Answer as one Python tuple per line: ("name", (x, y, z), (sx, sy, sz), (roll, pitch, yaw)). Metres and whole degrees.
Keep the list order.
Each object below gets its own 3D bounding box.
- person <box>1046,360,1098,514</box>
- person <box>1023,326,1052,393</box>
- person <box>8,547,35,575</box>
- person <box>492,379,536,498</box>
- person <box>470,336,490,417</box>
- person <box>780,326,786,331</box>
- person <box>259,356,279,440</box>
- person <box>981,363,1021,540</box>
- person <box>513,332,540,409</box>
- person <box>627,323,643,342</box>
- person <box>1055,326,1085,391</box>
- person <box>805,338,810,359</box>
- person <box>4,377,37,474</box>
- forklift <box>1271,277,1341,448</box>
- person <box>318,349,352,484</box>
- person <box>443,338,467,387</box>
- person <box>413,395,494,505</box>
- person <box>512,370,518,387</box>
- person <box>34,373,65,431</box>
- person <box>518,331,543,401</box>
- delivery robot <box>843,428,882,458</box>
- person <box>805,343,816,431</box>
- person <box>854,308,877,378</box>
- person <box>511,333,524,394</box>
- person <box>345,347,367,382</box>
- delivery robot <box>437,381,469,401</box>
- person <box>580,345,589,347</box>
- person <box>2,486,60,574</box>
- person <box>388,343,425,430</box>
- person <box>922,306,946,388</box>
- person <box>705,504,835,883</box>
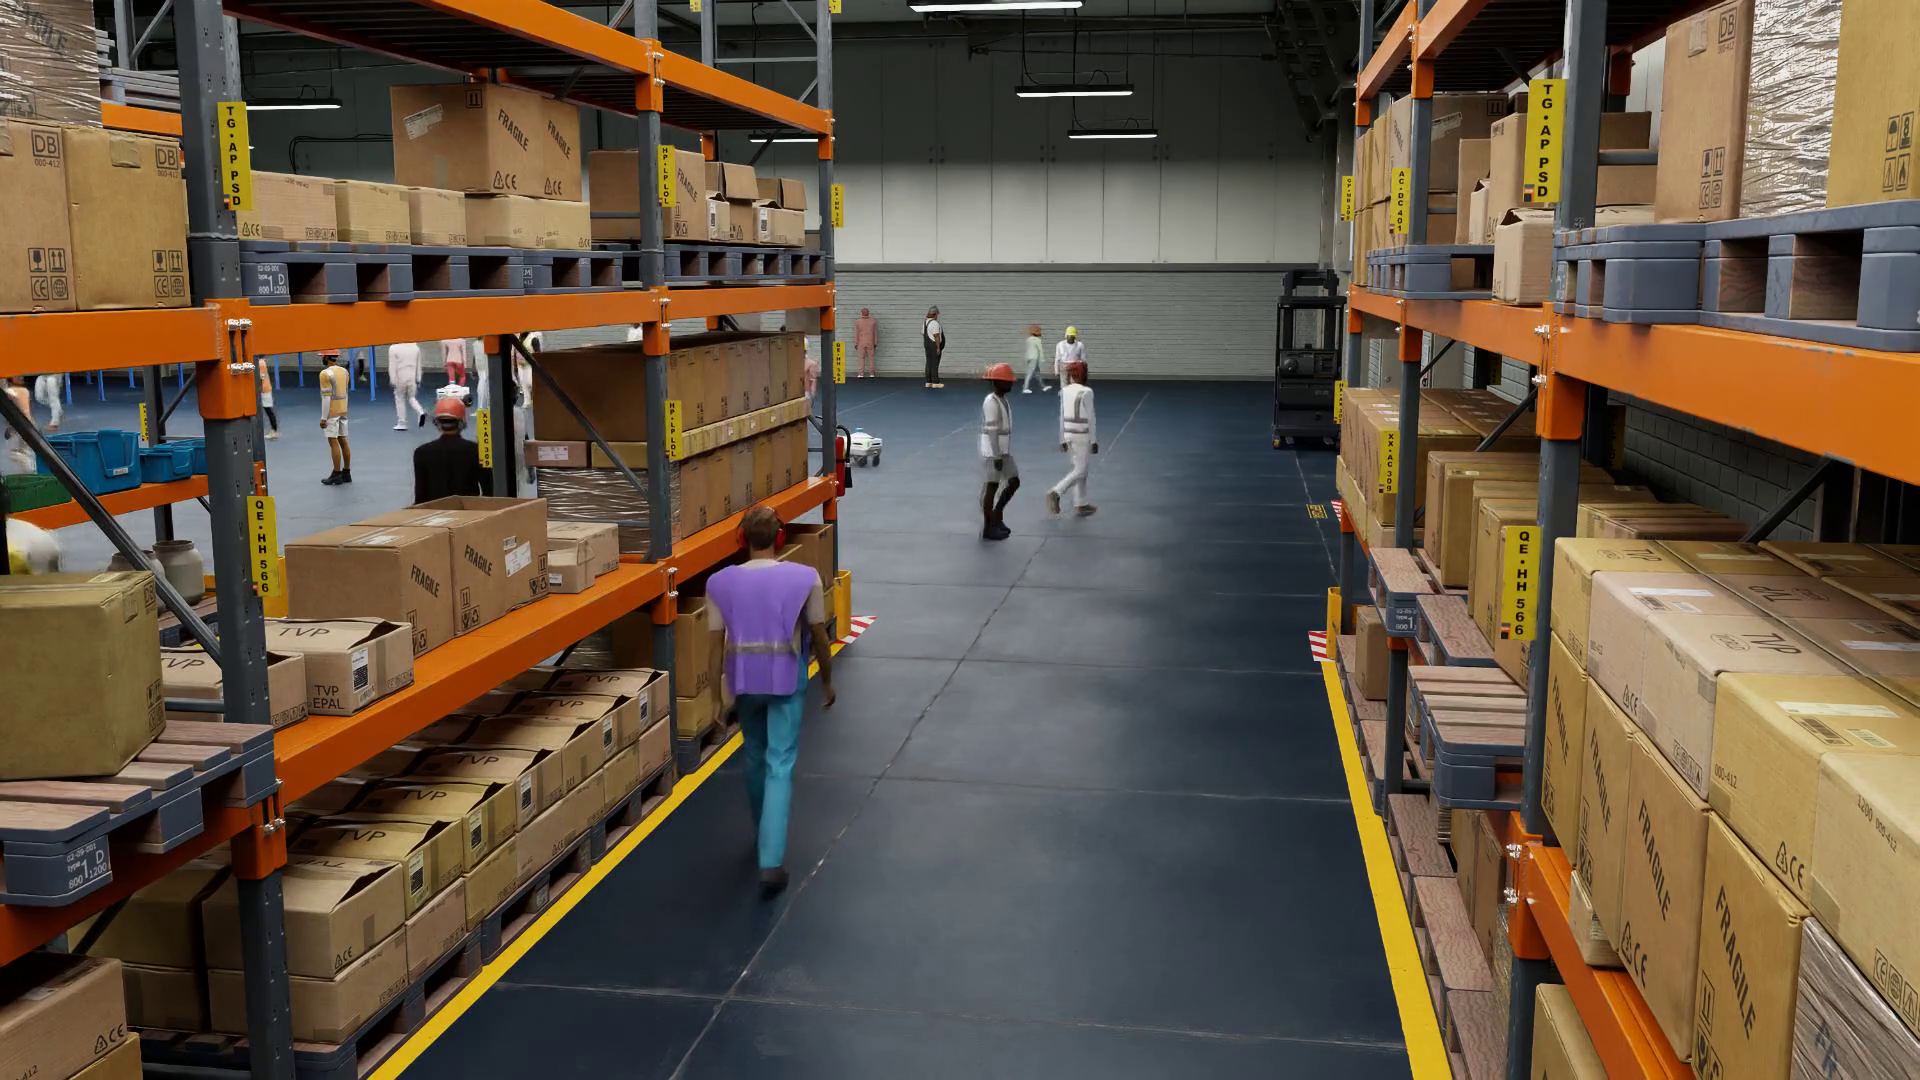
("person", (1.353, -1.211, 19.853), (0.740, 1.860, 0.585), (-5, 11, -29))
("person", (1.861, -4.313, 39.790), (0.860, 1.581, 0.528), (-4, 10, -24))
("person", (-4.016, 0.894, 7.140), (0.404, 1.805, 0.719), (-2, 10, -15))
("person", (-4.632, -0.753, 17.074), (0.817, 1.843, 0.526), (7, 11, 35))
("person", (-9.600, -3.362, 33.135), (0.566, 1.843, 0.803), (7, 12, 37))
("person", (-3.989, -4.011, 37.673), (0.550, 1.662, 0.712), (-7, 11, -36))
("person", (-12.184, -2.550, 28.667), (0.794, 1.660, 0.558), (-6, 11, -34))
("person", (0.423, -0.965, 18.137), (0.432, 1.921, 0.547), (4, 10, 23))
("person", (-9.169, -3.687, 35.209), (0.668, 1.827, 0.440), (5, 10, 26))
("person", (-7.798, -4.463, 39.943), (0.735, 1.847, 0.416), (7, 11, 36))
("person", (2.212, -3.406, 33.525), (0.611, 1.813, 0.426), (1, 9, 5))
("person", (-3.293, -3.433, 33.341), (0.592, 1.925, 0.385), (5, 11, 31))
("person", (-12.542, -1.484, 22.235), (0.430, 1.624, 0.525), (0, 9, 1))
("forklift", (5.847, -3.016, 27.970), (1.129, 2.768, 1.873), (1, 9, 9))
("person", (-8.631, -1.746, 22.902), (0.354, 1.939, 0.545), (2, 9, 12))
("person", (-11.244, -3.956, 37.136), (0.542, 1.728, 0.854), (0, 9, -1))
("person", (-3.957, -0.152, 13.036), (0.619, 1.965, 0.973), (0, 9, 1))
("person", (-11.242, -4.539, 41.165), (0.532, 1.601, 0.803), (-9, 13, -44))
("person", (-16.697, -2.967, 30.462), (0.653, 1.926, 0.432), (4, 10, 21))
("person", (-9.686, -4.100, 37.496), (0.545, 1.922, 0.403), (-5, 11, -29))
("delivery robot", (-1.511, -1.445, 25.143), (0.707, 0.478, 0.477), (8, 12, 41))
("person", (-2.701, -2.494, 28.046), (0.554, 1.750, 0.489), (2, 9, 12))
("person", (-2.572, -5.364, 45.300), (0.642, 1.913, 0.409), (-2, 10, -15))
("person", (-10.561, -4.381, 39.249), (0.651, 1.907, 0.409), (-6, 11, -35))
("person", (-16.006, -5.024, 43.886), (0.653, 1.681, 0.528), (5, 11, 29))
("delivery robot", (-10.905, -3.170, 35.778), (0.477, 0.478, 0.707), (5, 10, 27))
("person", (-5.268, -1.826, 23.613), (0.641, 1.870, 0.857), (-1, 9, -8))
("person", (-4.957, 0.570, 8.679), (0.641, 1.926, 0.561), (-1, 9, -5))
("person", (-10.174, -2.953, 30.505), (0.539, 1.893, 0.648), (6, 11, 34))
("person", (-0.626, -4.841, 41.803), (0.536, 2.000, 0.688), (-5, 10, -28))
("person", (-0.937, 0.725, 8.119), (0.586, 1.797, 0.981), (1, 9, 6))
